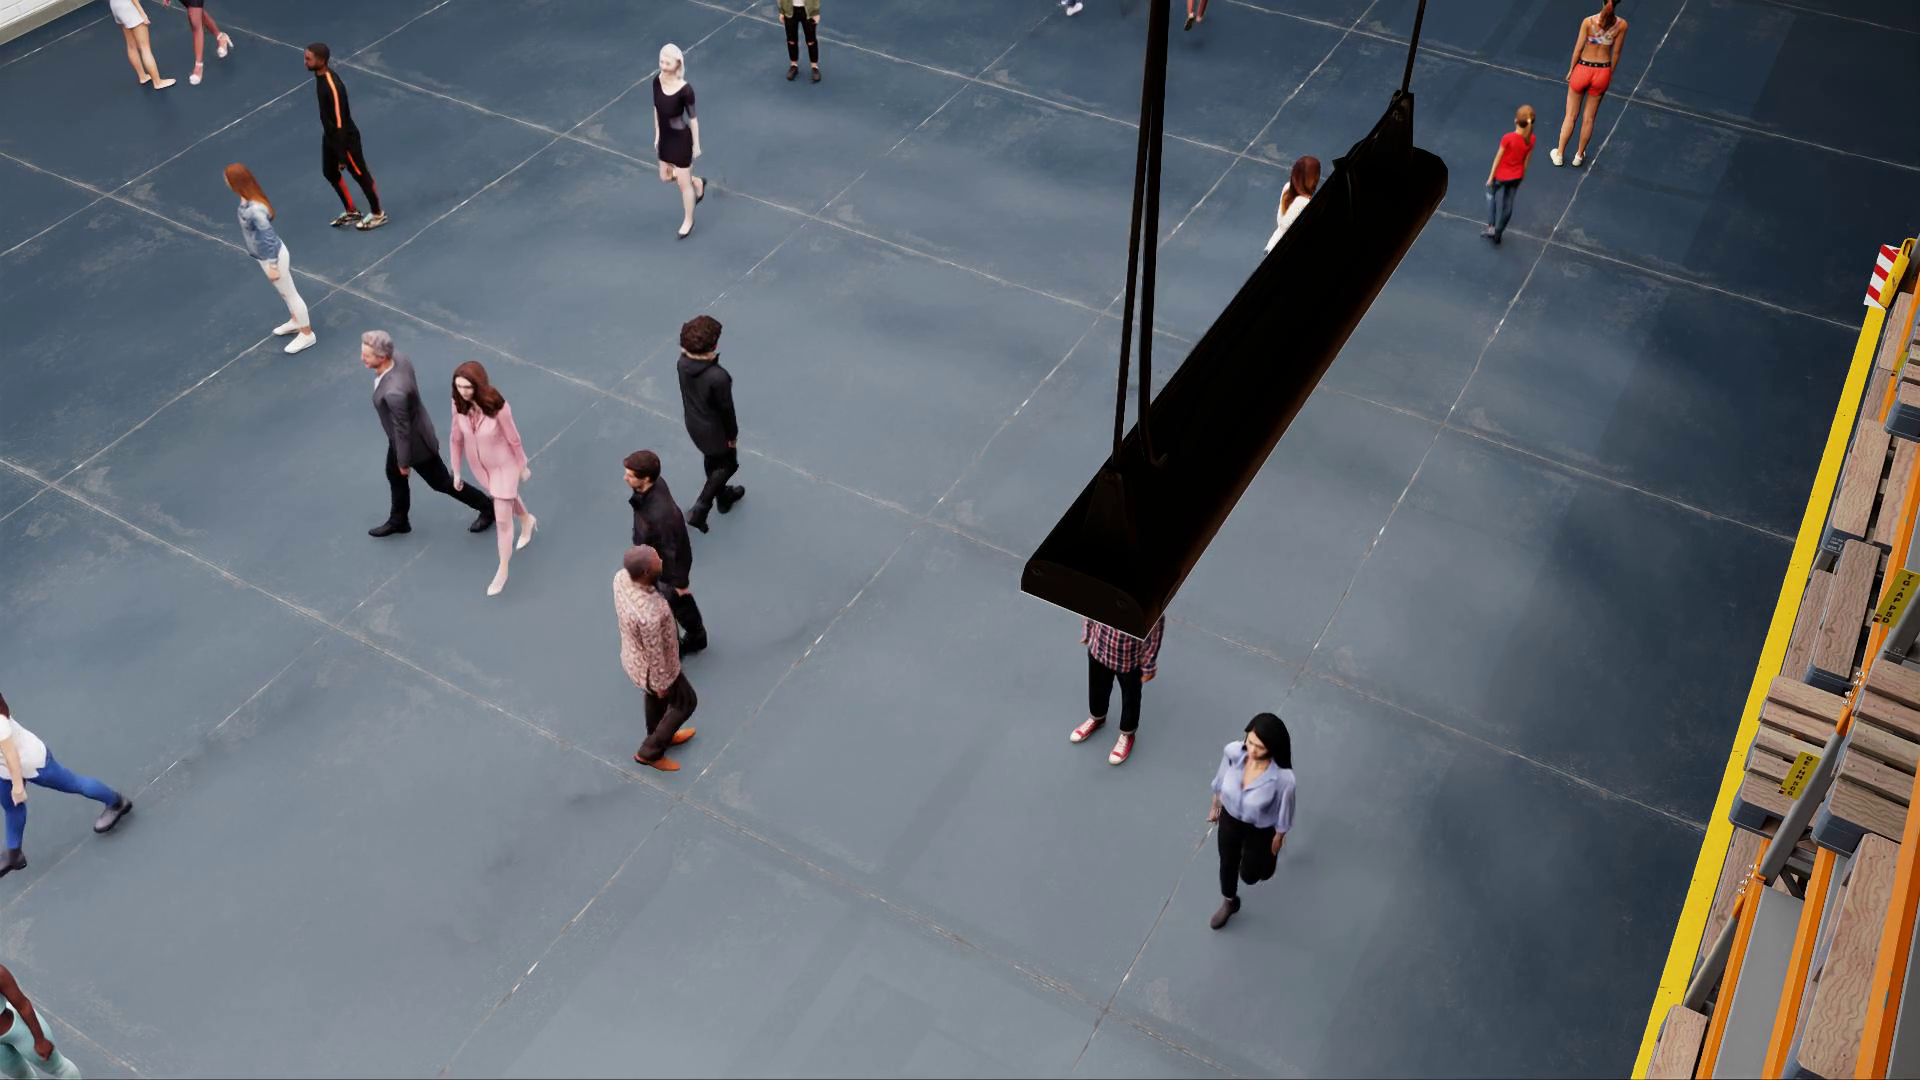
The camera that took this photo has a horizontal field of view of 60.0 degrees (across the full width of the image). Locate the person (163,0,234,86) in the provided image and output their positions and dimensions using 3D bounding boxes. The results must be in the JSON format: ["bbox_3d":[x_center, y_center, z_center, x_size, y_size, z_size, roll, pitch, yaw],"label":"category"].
[{"bbox_3d":[-7.763,-5.570,16.817,0.825,1.730,1.170,6,44,6],"label":"person"}]

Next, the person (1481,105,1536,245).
[{"bbox_3d":[4.836,-3.165,14.603,0.598,1.300,0.639,-4,44,-4],"label":"person"}]

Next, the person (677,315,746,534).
[{"bbox_3d":[-1.814,-0.783,11.767,0.667,1.764,0.951,26,49,25],"label":"person"}]

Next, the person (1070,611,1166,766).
[{"bbox_3d":[0.987,0.653,10.262,0.724,1.761,0.634,29,51,27],"label":"person"}]

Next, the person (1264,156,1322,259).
[{"bbox_3d":[2.527,-2.247,13.313,1.120,1.752,0.966,-20,47,-19],"label":"person"}]

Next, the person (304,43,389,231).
[{"bbox_3d":[-5.356,-3.565,14.661,0.852,1.800,0.801,-25,49,-24],"label":"person"}]

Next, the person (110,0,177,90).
[{"bbox_3d":[-8.328,-5.310,16.612,0.569,1.637,0.524,25,49,24],"label":"person"}]

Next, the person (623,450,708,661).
[{"bbox_3d":[-1.824,0.124,10.773,0.964,1.823,0.921,-18,46,-18],"label":"person"}]

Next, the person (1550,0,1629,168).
[{"bbox_3d":[5.859,-4.306,15.446,0.640,1.791,0.658,8,44,9],"label":"person"}]

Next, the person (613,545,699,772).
[{"bbox_3d":[-1.956,0.754,10.134,0.868,1.791,0.837,-22,48,-21],"label":"person"}]

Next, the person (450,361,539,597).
[{"bbox_3d":[-3.182,-0.555,11.527,0.734,1.766,1.103,12,45,13],"label":"person"}]

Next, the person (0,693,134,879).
[{"bbox_3d":[-5.377,1.260,9.719,0.767,1.632,1.171,31,52,28],"label":"person"}]

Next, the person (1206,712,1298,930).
[{"bbox_3d":[1.678,1.540,9.352,0.743,1.732,0.854,31,52,28],"label":"person"}]

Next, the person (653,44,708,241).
[{"bbox_3d":[-2.437,-3.535,14.618,0.583,1.816,0.798,21,48,21],"label":"person"}]

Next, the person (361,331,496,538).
[{"bbox_3d":[-3.755,-0.714,11.675,1.321,1.793,1.220,-14,45,-14],"label":"person"}]

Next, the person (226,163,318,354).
[{"bbox_3d":[-5.537,-2.303,13.409,0.681,1.700,0.686,-23,48,-22],"label":"person"}]

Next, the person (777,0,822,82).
[{"bbox_3d":[-1.617,-5.331,16.754,0.652,1.471,0.630,5,44,5],"label":"person"}]
